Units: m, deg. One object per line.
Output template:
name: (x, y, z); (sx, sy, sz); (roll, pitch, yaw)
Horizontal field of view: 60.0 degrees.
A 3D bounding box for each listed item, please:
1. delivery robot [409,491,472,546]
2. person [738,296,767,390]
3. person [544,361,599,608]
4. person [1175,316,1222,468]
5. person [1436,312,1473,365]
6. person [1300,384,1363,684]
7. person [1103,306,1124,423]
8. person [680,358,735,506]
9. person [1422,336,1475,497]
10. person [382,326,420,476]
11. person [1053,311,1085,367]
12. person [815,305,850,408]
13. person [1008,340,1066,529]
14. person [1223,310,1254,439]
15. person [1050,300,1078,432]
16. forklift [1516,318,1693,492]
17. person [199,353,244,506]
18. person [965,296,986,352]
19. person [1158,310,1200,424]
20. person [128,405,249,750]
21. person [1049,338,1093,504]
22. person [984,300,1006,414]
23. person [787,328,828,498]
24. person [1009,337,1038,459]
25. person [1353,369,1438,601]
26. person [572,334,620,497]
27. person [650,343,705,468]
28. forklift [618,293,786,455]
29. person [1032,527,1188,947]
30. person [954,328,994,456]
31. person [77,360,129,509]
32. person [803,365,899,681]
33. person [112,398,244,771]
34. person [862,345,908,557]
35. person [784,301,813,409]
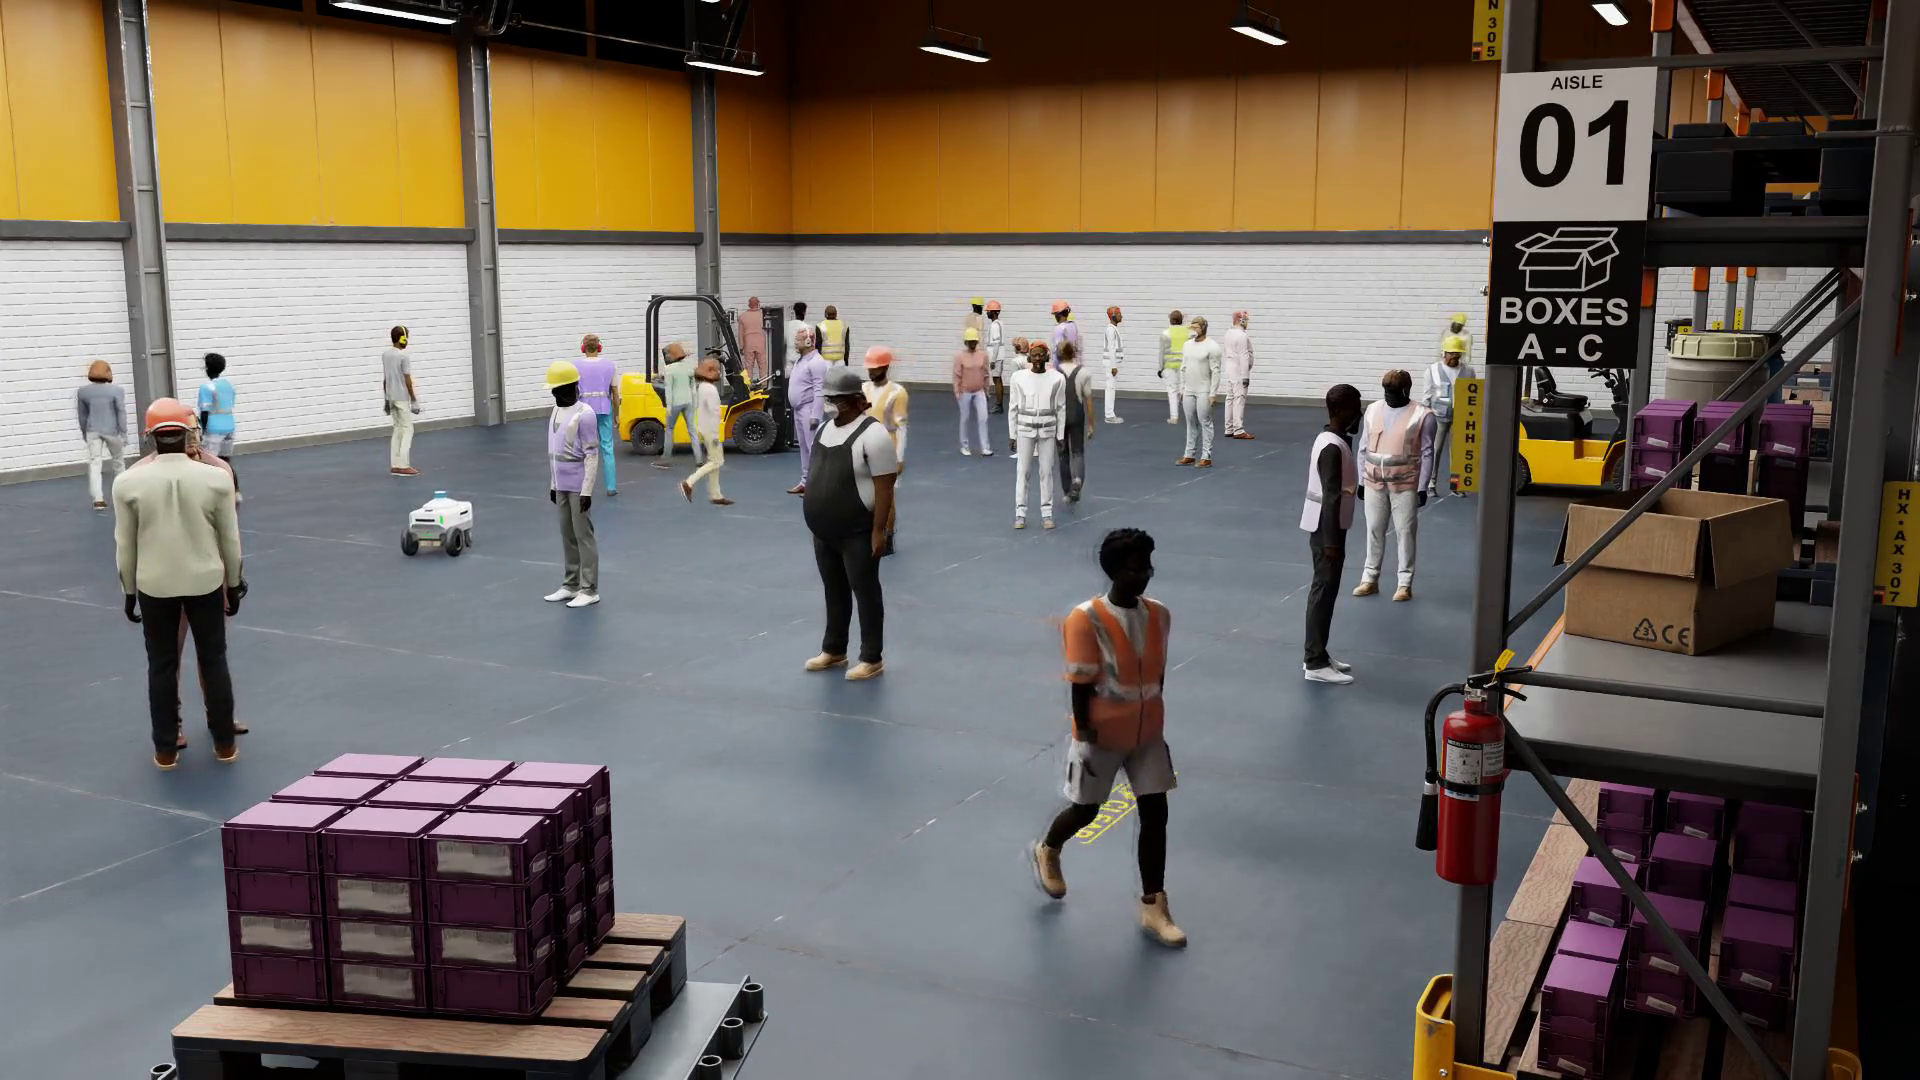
delivery robot: (-4.768, -0.205, 15.289); (0.477, 0.478, 0.707); (1, 10, 6)
person: (-3.965, -3.756, 32.210); (0.641, 1.908, 0.409); (-1, 10, -3)
person: (-3.032, -0.437, 12.953); (0.373, 1.920, 0.585); (-9, 13, -42)
person: (3.058, -1.890, 21.314); (0.371, 1.940, 0.627); (-8, 13, -39)
person: (8.080, -2.846, 27.296); (0.648, 1.785, 0.462); (8, 13, 40)
person: (2.379, -0.050, 10.723); (0.371, 1.916, 0.597); (2, 10, 12)
person: (2.488, -2.833, 26.928); (0.355, 1.885, 0.574); (1, 10, 5)
person: (-2.737, -1.156, 17.965); (0.541, 1.616, 0.513); (-4, 11, -21)
person: (5.489, -1.383, 18.710); (0.590, 1.823, 0.403); (1, 10, 4)
person: (-6.944, -1.712, 20.533); (0.565, 1.851, 0.447); (7, 12, 35)
person: (1.870, -3.016, 28.379); (0.529, 1.756, 0.418); (-5, 11, -25)
person: (-2.231, -3.157, 28.933); (0.634, 1.839, 0.429); (-4, 11, -23)
person: (0.767, -1.046, 16.587); (0.572, 1.883, 0.353); (0, 10, -1)
person: (4.143, -2.452, 24.653); (0.410, 1.912, 0.641); (-3, 10, -15)
person: (1.549, -2.629, 25.321); (0.392, 2.033, 0.605); (5, 11, 29)
forklift: (7.066, -1.601, 18.899); (2.313, 2.155, 1.214); (5, 11, 27)
person: (-7.969, -1.154, 17.847); (0.348, 1.674, 0.624); (2, 10, 10)
person: (0.314, -3.686, 31.747); (0.385, 1.924, 0.608); (-5, 11, -28)
person: (3.526, -2.762, 26.715); (0.708, 1.825, 0.470); (0, 10, -1)
person: (-4.313, 0.194, 9.336); (0.406, 1.911, 0.639); (7, 12, 37)
person: (1.180, -1.272, 18.079); (0.514, 1.823, 0.570); (0, 10, 1)
person: (0.591, -3.129, 28.486); (0.373, 1.939, 0.545); (2, 10, 10)
person: (-1.740, -1.437, 18.777); (0.406, 1.911, 0.636); (-5, 11, -25)
person: (0.842, -1.900, 22.274); (0.320, 1.631, 0.514); (7, 12, 36)
person: (3.431, -0.436, 13.199); (0.621, 1.837, 0.429); (8, 12, 37)
person: (-4.110, -1.393, 18.715); (0.566, 1.842, 0.389); (-3, 10, -17)
person: (-3.573, -1.709, 21.245); (0.568, 1.599, 0.555); (9, 13, 41)
forklift: (-3.588, -2.317, 23.042); (2.313, 2.155, 1.214); (-1, 10, -5)
person: (0.605, 0.753, 6.760); (0.530, 1.671, 0.779); (-5, 11, -29)
person: (0.197, -1.971, 22.370); (0.540, 1.731, 0.802); (-3, 10, -19)
person: (-9.279, -1.155, 18.048); (0.520, 1.579, 0.845); (-2, 10, -9)
person: (-0.759, -0.115, 10.743); (0.688, 2.000, 0.535); (10, 14, 44)
person: (-4.163, 0.234, 8.903); (0.608, 1.986, 0.411); (-5, 11, -28)
person: (-0.723, -0.797, 15.013); (0.560, 1.920, 0.405); (7, 12, 34)
person: (-2.803, -3.108, 28.403); (0.618, 1.933, 0.870); (5, 11, 27)
